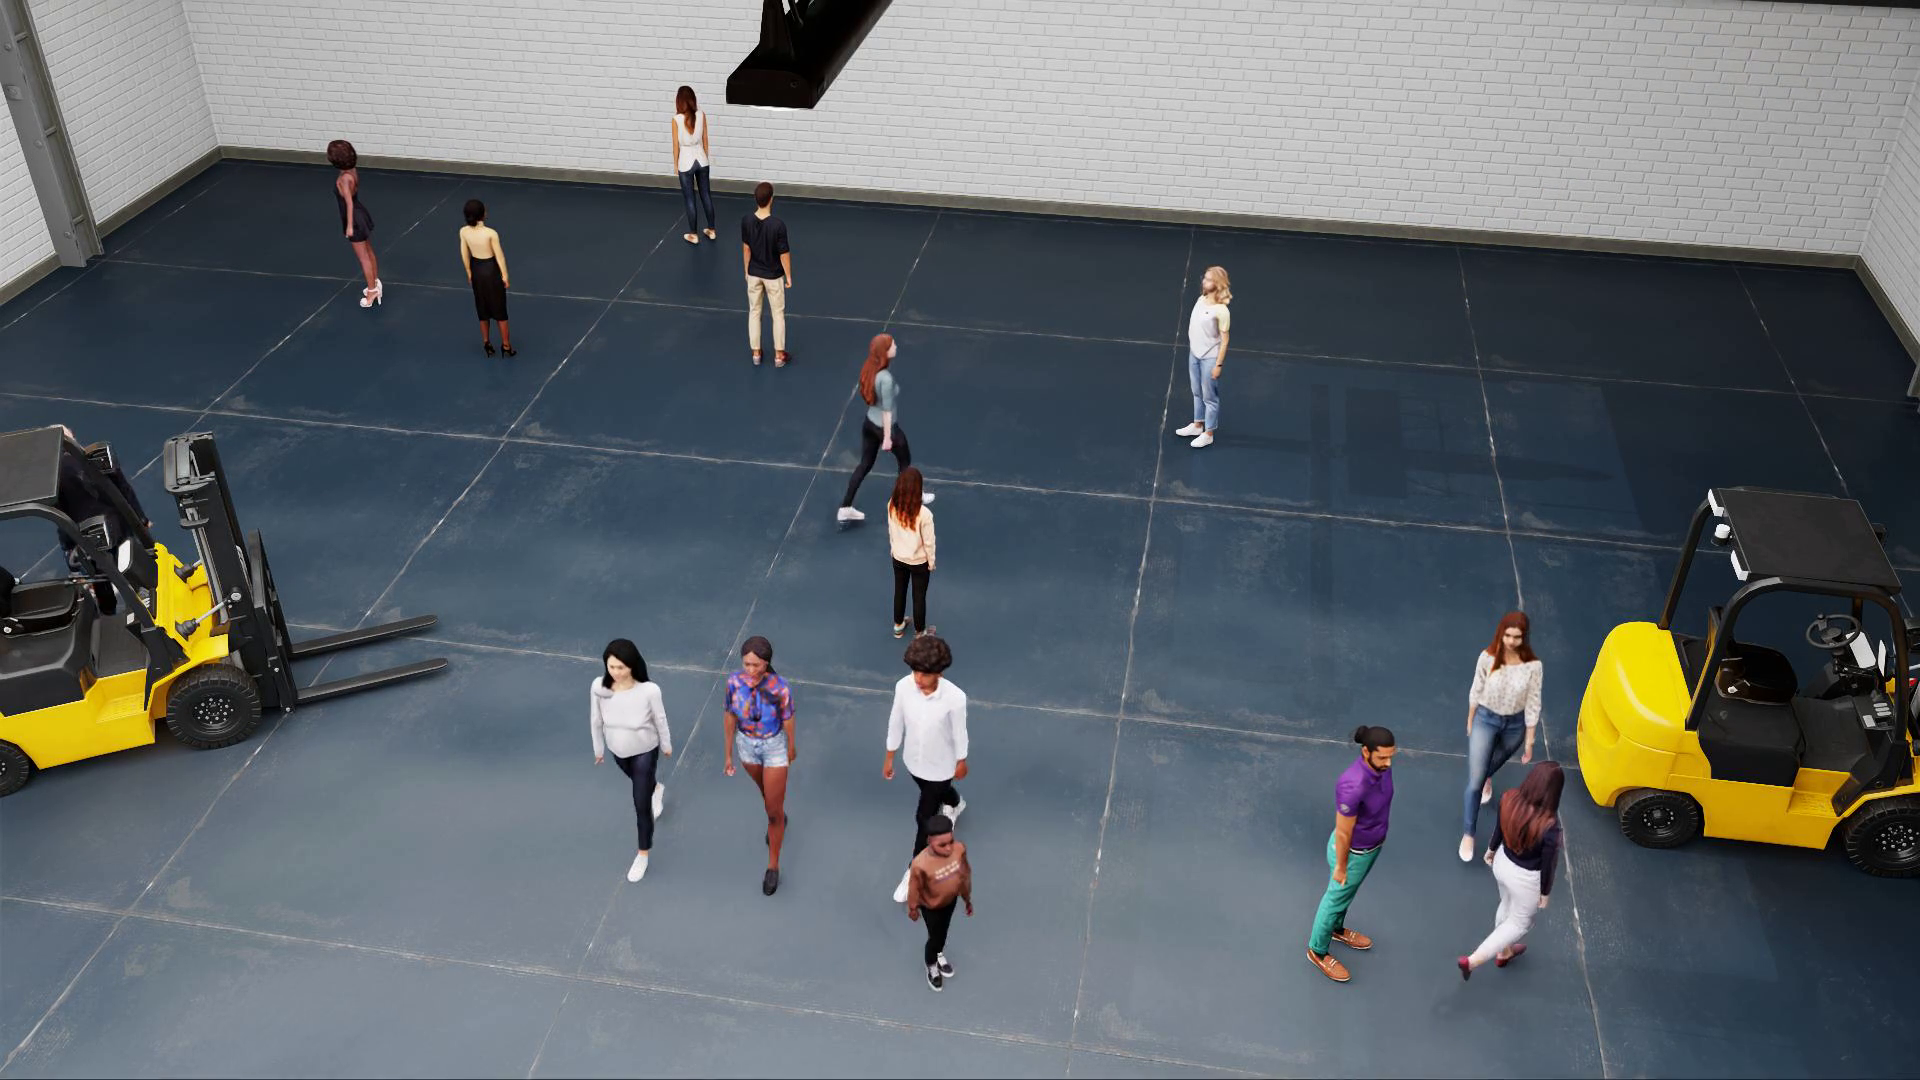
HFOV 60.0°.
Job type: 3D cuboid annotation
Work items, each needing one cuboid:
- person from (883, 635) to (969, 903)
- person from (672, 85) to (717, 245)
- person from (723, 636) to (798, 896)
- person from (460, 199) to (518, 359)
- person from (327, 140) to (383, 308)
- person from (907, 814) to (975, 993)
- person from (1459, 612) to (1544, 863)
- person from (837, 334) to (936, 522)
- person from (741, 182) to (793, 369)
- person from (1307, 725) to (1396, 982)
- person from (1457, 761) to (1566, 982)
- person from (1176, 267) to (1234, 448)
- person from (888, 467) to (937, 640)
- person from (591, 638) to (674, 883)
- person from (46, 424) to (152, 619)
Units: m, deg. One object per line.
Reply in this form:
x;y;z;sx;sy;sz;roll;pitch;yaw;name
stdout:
-0.151;1.304;10.392;0.919;1.765;1.251;17;37;24;person
-2.986;-4.210;18.673;0.657;1.782;0.709;-19;38;-26;person
-1.215;1.276;10.484;0.636;1.711;0.994;9;35;13;person
-4.644;-2.562;16.310;0.567;1.653;0.511;5;34;7;person
-6.277;-3.305;17.304;0.674;1.790;0.564;-4;34;-6;person
-0.155;2.050;9.740;0.610;1.245;0.671;-22;39;-29;person
3.480;1.144;10.698;0.652;1.693;1.128;10;35;14;person
-0.722;-0.883;13.742;1.116;1.700;1.132;-16;37;-23;person
-1.890;-2.563;16.133;0.634;1.851;0.533;7;34;10;person
2.295;1.775;9.682;0.758;1.767;0.637;23;40;30;person
3.187;1.954;9.574;0.971;1.590;0.935;-18;38;-25;person
2.215;-1.645;14.867;0.773;1.723;0.684;-16;37;-22;person
-0.370;0.119;12.432;0.625;1.481;0.613;20;38;27;person
-2.038;1.262;10.546;0.623;1.666;1.073;5;34;7;person
-6.373;-0.028;12.406;0.984;1.754;1.048;-6;34;-10;person
